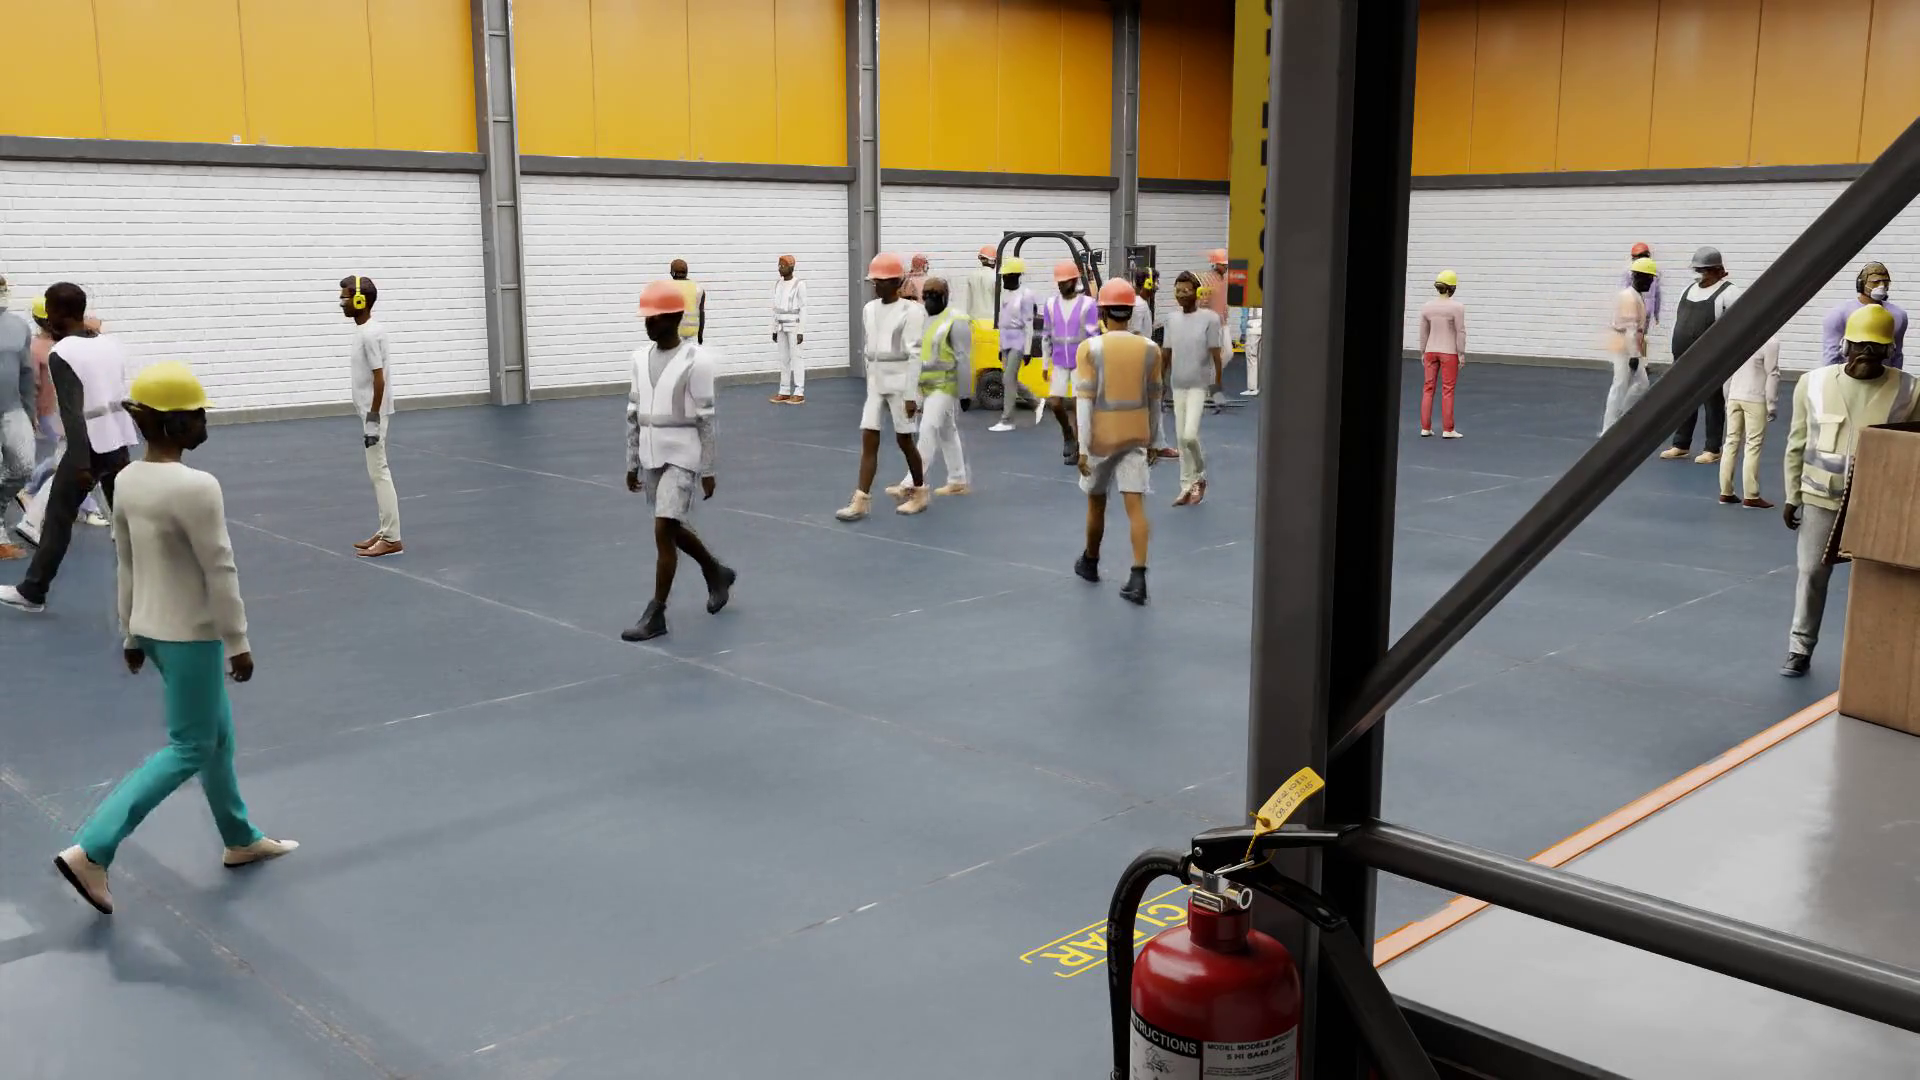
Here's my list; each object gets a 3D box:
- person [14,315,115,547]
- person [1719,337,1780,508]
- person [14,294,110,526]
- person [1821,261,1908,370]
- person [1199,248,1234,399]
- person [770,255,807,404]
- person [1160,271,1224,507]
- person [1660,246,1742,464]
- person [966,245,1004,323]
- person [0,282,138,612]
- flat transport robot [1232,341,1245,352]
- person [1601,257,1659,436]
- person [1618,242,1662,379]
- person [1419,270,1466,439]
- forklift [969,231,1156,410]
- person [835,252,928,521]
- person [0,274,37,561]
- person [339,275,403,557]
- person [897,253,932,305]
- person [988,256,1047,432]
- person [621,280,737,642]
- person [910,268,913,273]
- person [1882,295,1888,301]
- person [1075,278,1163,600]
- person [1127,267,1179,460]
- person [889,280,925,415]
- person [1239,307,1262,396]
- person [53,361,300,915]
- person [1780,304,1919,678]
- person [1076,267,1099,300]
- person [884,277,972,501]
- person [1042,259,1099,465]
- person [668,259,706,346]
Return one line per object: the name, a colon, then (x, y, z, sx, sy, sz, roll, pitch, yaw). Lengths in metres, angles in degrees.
person: (-6.077, -0.743, 11.375, 0.525, 1.601, 0.821, 10, 14, 42)
person: (6.214, -1.068, 13.081, 0.285, 1.631, 0.501, -4, 11, -21)
person: (-6.681, -0.947, 12.198, 0.776, 1.722, 0.575, 2, 11, 13)
person: (6.674, -1.080, 12.311, 0.629, 1.940, 0.372, -1, 10, -7)
person: (3.327, -2.800, 21.623, 0.640, 1.963, 0.517, -10, 14, -42)
person: (-2.178, -2.665, 21.108, 0.575, 1.883, 0.355, 9, 14, 41)
person: (1.784, -1.175, 13.049, 0.560, 1.855, 0.396, 9, 13, 39)
person: (6.952, -1.740, 15.635, 0.535, 2.000, 0.686, -5, 12, -26)
person: (0.377, -3.054, 22.925, 0.623, 1.990, 0.392, 8, 13, 37)
person: (-4.953, -0.494, 9.309, 1.018, 1.864, 0.591, 1, 10, 5)
flat transport robot: (5.600, -3.517, 30.153, 1.431, 0.197, 0.652, 2, 11, 13)
person: (6.958, -1.977, 17.301, 0.471, 1.897, 0.622, 6, 12, 30)
person: (10.023, -3.381, 24.608, 0.644, 2.029, 0.423, -1, 10, -8)
person: (5.089, -1.952, 17.534, 0.315, 1.769, 0.523, -10, 14, -43)
forklift: (1.222, -2.721, 20.561, 2.313, 2.155, 1.214, 2, 11, 13)
person: (-0.543, -1.145, 12.506, 0.630, 2.006, 0.869, 9, 14, 40)
person: (-6.391, -0.820, 10.948, 0.547, 1.919, 0.648, 5, 11, 25)
person: (-3.932, -0.820, 11.086, 0.310, 1.868, 0.532, -4, 11, -20)
person: (-0.480, -2.594, 20.649, 0.639, 1.911, 0.406, 4, 11, 21)
person: (0.641, -2.142, 18.193, 0.725, 1.907, 0.600, -6, 12, -29)
person: (-1.529, -0.456, 9.015, 0.556, 1.906, 0.912, 7, 12, 33)
person: (-0.640, -3.229, 24.709, 0.535, 1.693, 0.317, 4, 11, 21)
person: (7.250, -1.160, 13.396, 0.322, 1.699, 0.536, -1, 10, -4)
person: (0.943, -0.613, 9.930, 0.568, 1.883, 1.013, -2, 11, -13)
person: (1.822, -1.669, 15.838, 0.829, 1.831, 0.484, -1, 10, -3)
person: (-0.621, -2.253, 19.600, 0.515, 1.615, 0.689, 3, 11, 15)
person: (3.950, -2.744, 22.257, 0.524, 1.626, 0.332, -10, 14, -43)
person: (-2.550, 0.301, 5.331, 0.527, 1.745, 0.790, 8, 13, 38)
person: (4.228, -0.203, 7.882, 0.608, 1.821, 0.414, 7, 13, 35)
person: (1.990, -3.447, 26.045, 0.511, 1.637, 0.307, -6, 12, -30)
person: (-0.279, -1.200, 13.347, 0.944, 1.789, 0.647, -6, 12, -30)
person: (1.029, -1.653, 15.502, 0.582, 1.915, 0.513, 4, 11, 22)
person: (-3.448, -2.539, 20.535, 0.626, 1.844, 0.429, -8, 13, -36)
